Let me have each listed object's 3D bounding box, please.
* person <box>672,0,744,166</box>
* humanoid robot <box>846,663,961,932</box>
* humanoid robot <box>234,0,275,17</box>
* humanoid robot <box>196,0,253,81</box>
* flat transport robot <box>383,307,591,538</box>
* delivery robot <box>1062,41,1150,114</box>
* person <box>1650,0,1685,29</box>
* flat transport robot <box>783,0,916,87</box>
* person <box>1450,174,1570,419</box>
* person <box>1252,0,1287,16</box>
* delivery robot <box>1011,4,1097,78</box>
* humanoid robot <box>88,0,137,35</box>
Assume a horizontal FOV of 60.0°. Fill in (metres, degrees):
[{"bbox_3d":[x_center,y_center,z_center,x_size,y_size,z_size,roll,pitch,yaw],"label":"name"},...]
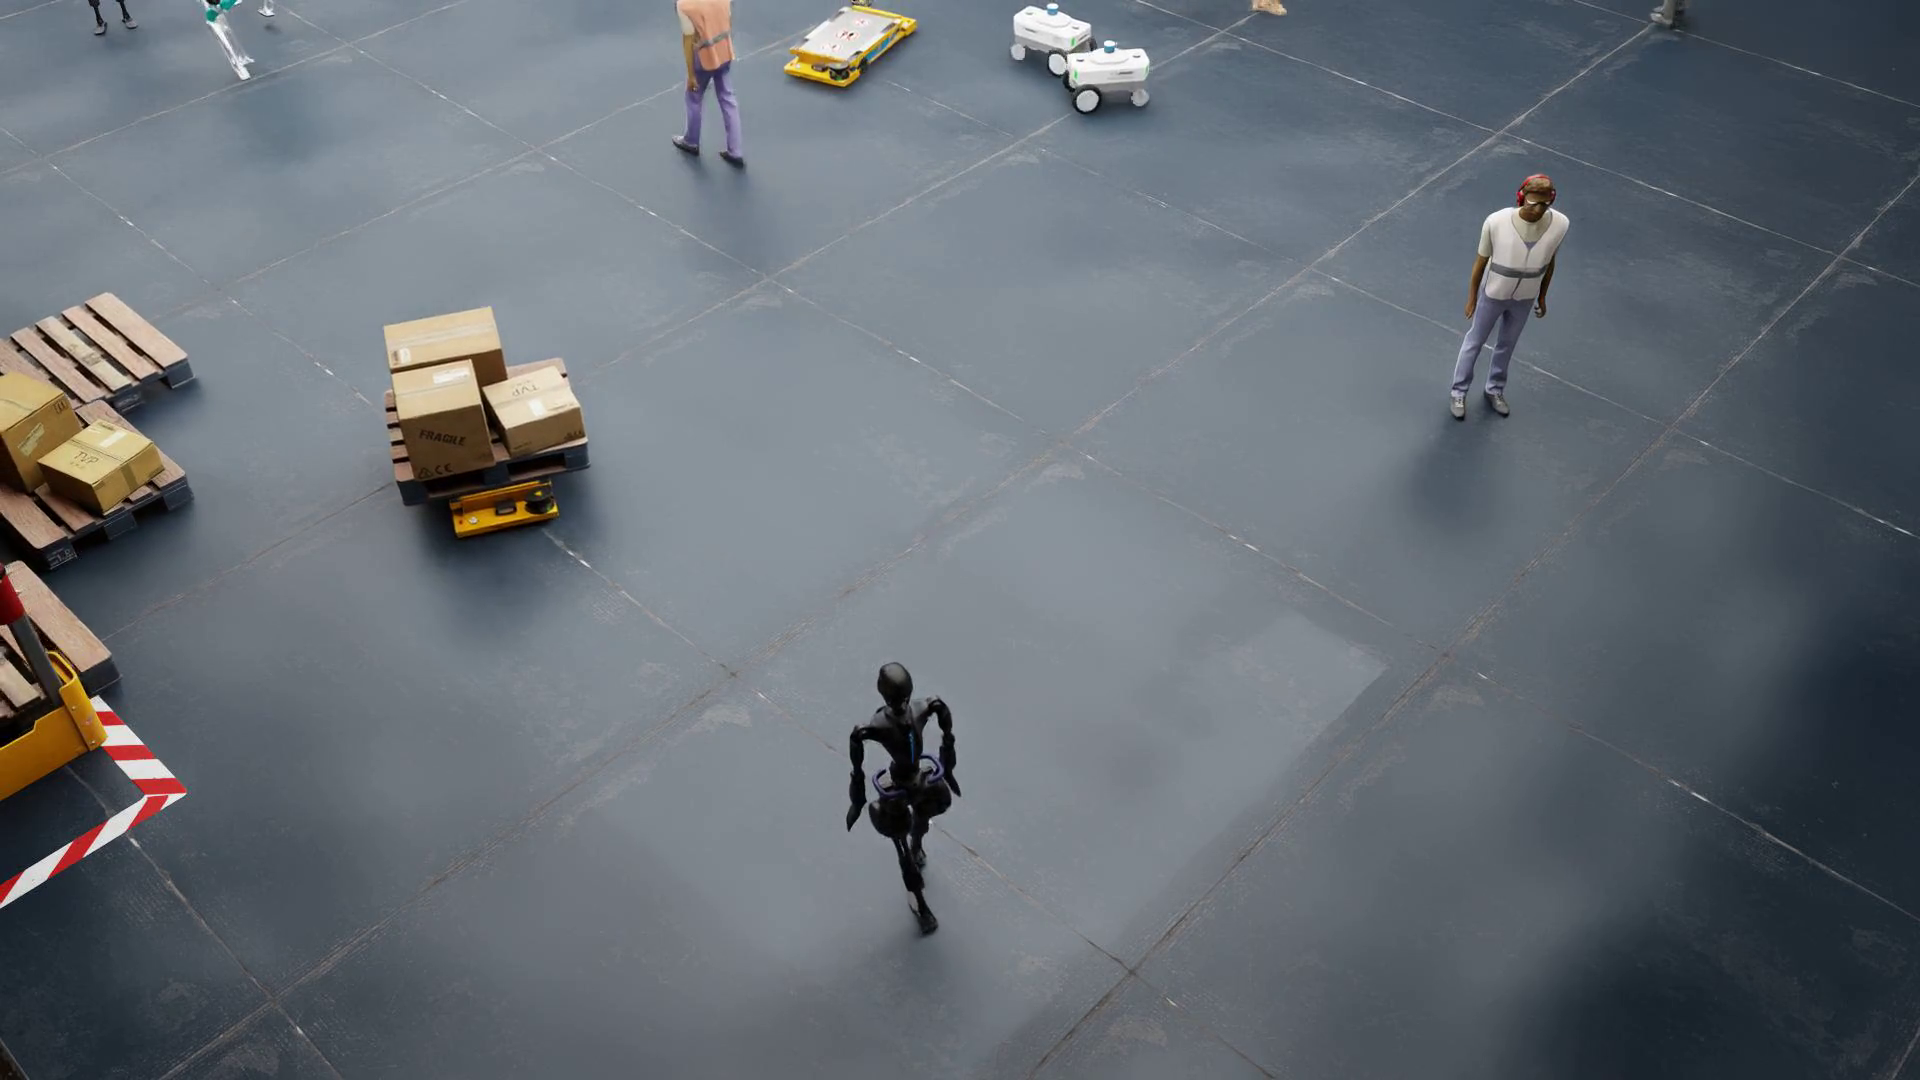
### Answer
[{"bbox_3d":[-2.165,-4.027,13.846,0.816,1.813,0.582,30,50,29],"label":"person"},{"bbox_3d":[-0.284,1.204,8.148,0.596,1.643,0.631,-19,45,-20],"label":"humanoid robot"},{"bbox_3d":[-6.922,-5.770,15.839,0.552,1.727,1.044,-33,52,-31],"label":"humanoid robot"},{"bbox_3d":[-6.739,-5.001,14.996,0.850,1.790,0.575,18,45,19],"label":"humanoid robot"},{"bbox_3d":[-3.143,-0.582,11.173,0.659,0.231,1.431,-13,44,-14],"label":"flat transport robot"},{"bbox_3d":[1.295,-4.180,14.973,0.791,0.614,0.499,-6,42,-7],"label":"delivery robot"},{"bbox_3d":[6.909,-5.721,15.737,0.475,1.820,0.614,32,51,30],"label":"person"},{"bbox_3d":[-1.033,-4.722,15.775,0.659,0.231,1.431,19,45,20],"label":"flat transport robot"},{"bbox_3d":[3.684,-1.652,11.182,0.562,1.846,0.393,-3,42,-3],"label":"person"},{"bbox_3d":[3.111,-5.893,15.980,0.469,1.728,0.508,3,42,3],"label":"person"},{"bbox_3d":[0.864,-4.706,15.540,0.793,0.590,0.499,26,48,26],"label":"delivery robot"},{"bbox_3d":[-8.228,-5.636,15.727,0.599,1.657,0.315,-17,45,-18],"label":"humanoid robot"}]
